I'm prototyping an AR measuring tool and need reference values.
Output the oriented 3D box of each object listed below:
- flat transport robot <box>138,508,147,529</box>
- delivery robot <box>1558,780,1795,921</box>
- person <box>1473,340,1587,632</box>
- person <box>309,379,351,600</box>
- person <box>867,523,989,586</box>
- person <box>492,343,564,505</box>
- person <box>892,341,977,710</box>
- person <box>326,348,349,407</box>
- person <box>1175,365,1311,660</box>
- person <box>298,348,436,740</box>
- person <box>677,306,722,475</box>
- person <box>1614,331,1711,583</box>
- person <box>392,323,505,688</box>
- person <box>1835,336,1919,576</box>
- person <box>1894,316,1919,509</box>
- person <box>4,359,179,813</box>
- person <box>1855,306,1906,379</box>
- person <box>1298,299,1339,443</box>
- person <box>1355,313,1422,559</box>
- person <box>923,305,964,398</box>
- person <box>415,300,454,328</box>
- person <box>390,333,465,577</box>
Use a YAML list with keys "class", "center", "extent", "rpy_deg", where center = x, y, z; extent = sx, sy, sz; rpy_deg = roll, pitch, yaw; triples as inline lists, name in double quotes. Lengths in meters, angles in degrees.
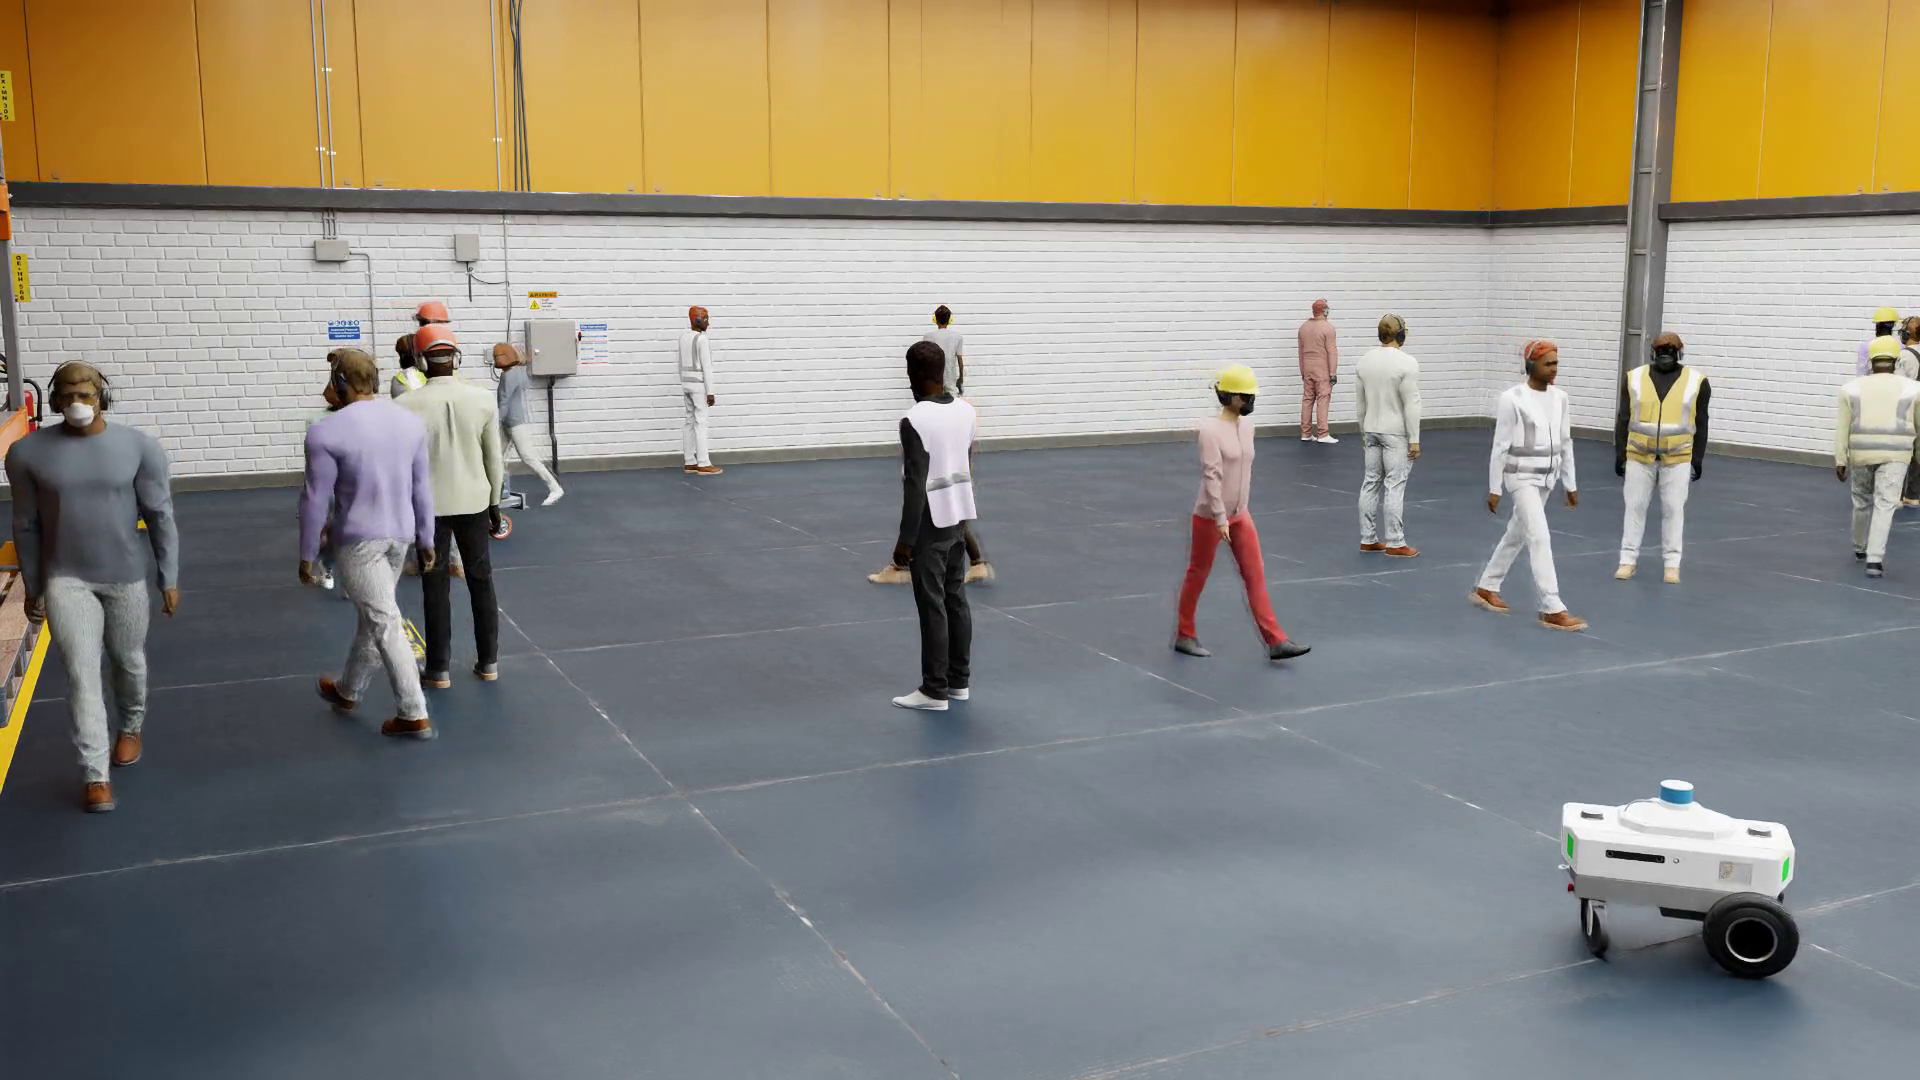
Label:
- class: "flat transport robot"
  center: [-7.728, -0.254, 14.836]
  extent: [0.652, 0.197, 1.431]
  rpy_deg: [-7, 11, -35]
- class: "delivery robot"
  center: [2.387, 1.050, 5.576]
  extent: [0.707, 0.478, 0.477]
  rpy_deg: [3, 10, 20]
- class: "person"
  center: [3.702, -0.378, 10.783]
  extent: [0.593, 1.838, 0.975]
  rpy_deg: [-5, 11, -30]
- class: "person"
  center: [-4.346, -0.396, 11.633]
  extent: [0.774, 1.597, 0.495]
  rpy_deg: [6, 11, 34]
- class: "person"
  center: [-0.189, -0.471, 11.945]
  extent: [0.891, 1.653, 0.539]
  rpy_deg: [2, 9, 12]
- class: "person"
  center: [-4.286, -1.114, 16.079]
  extent: [0.846, 1.593, 0.498]
  rpy_deg: [-4, 10, -22]
- class: "person"
  center: [-0.124, -0.071, 8.624]
  extent: [0.391, 1.913, 0.587]
  rpy_deg: [5, 11, 31]
- class: "person"
  center: [-5.516, -0.964, 15.176]
  extent: [0.571, 1.586, 0.844]
  rpy_deg: [6, 11, 32]
- class: "person"
  center: [1.601, -0.132, 9.588]
  extent: [0.531, 1.726, 0.893]
  rpy_deg: [-8, 12, -42]
- class: "person"
  center: [-2.946, 0.016, 8.158]
  extent: [0.973, 1.885, 0.651]
  rpy_deg: [6, 11, 32]
- class: "person"
  center: [-2.936, -1.673, 18.644]
  extent: [0.354, 1.886, 0.572]
  rpy_deg: [-8, 12, -40]
- class: "person"
  center: [5.105, -0.604, 12.153]
  extent: [0.632, 1.840, 0.429]
  rpy_deg: [5, 10, 27]
- class: "person"
  center: [-2.804, -0.186, 9.108]
  extent: [0.610, 1.986, 0.393]
  rpy_deg: [-6, 11, -35]
- class: "person"
  center: [6.966, -0.640, 12.577]
  extent: [0.604, 1.783, 0.948]
  rpy_deg: [7, 12, 38]
- class: "person"
  center: [9.054, -1.213, 15.917]
  extent: [0.506, 1.846, 0.346]
  rpy_deg: [-4, 10, -22]
- class: "person"
  center: [-3.778, 0.151, 7.300]
  extent: [0.642, 1.903, 0.990]
  rpy_deg: [-4, 10, -25]
- class: "person"
  center: [9.689, -1.500, 17.492]
  extent: [0.616, 1.913, 0.572]
  rpy_deg: [0, 9, 0]
- class: "person"
  center: [4.779, -2.240, 22.083]
  extent: [0.407, 1.913, 0.641]
  rpy_deg: [-6, 11, -33]
- class: "person"
  center: [3.402, -0.820, 13.190]
  extent: [0.372, 1.940, 0.632]
  rpy_deg: [-6, 11, -32]
- class: "person"
  center: [-0.201, -1.887, 20.019]
  extent: [0.512, 1.872, 0.328]
  rpy_deg: [-1, 9, -9]
- class: "person"
  center: [-4.878, -1.158, 15.095]
  extent: [0.860, 2.018, 0.604]
  rpy_deg: [-7, 12, -39]
- class: "person"
  center: [-3.968, -0.617, 12.309]
  extent: [0.613, 1.811, 0.674]
  rpy_deg: [7, 11, 36]
